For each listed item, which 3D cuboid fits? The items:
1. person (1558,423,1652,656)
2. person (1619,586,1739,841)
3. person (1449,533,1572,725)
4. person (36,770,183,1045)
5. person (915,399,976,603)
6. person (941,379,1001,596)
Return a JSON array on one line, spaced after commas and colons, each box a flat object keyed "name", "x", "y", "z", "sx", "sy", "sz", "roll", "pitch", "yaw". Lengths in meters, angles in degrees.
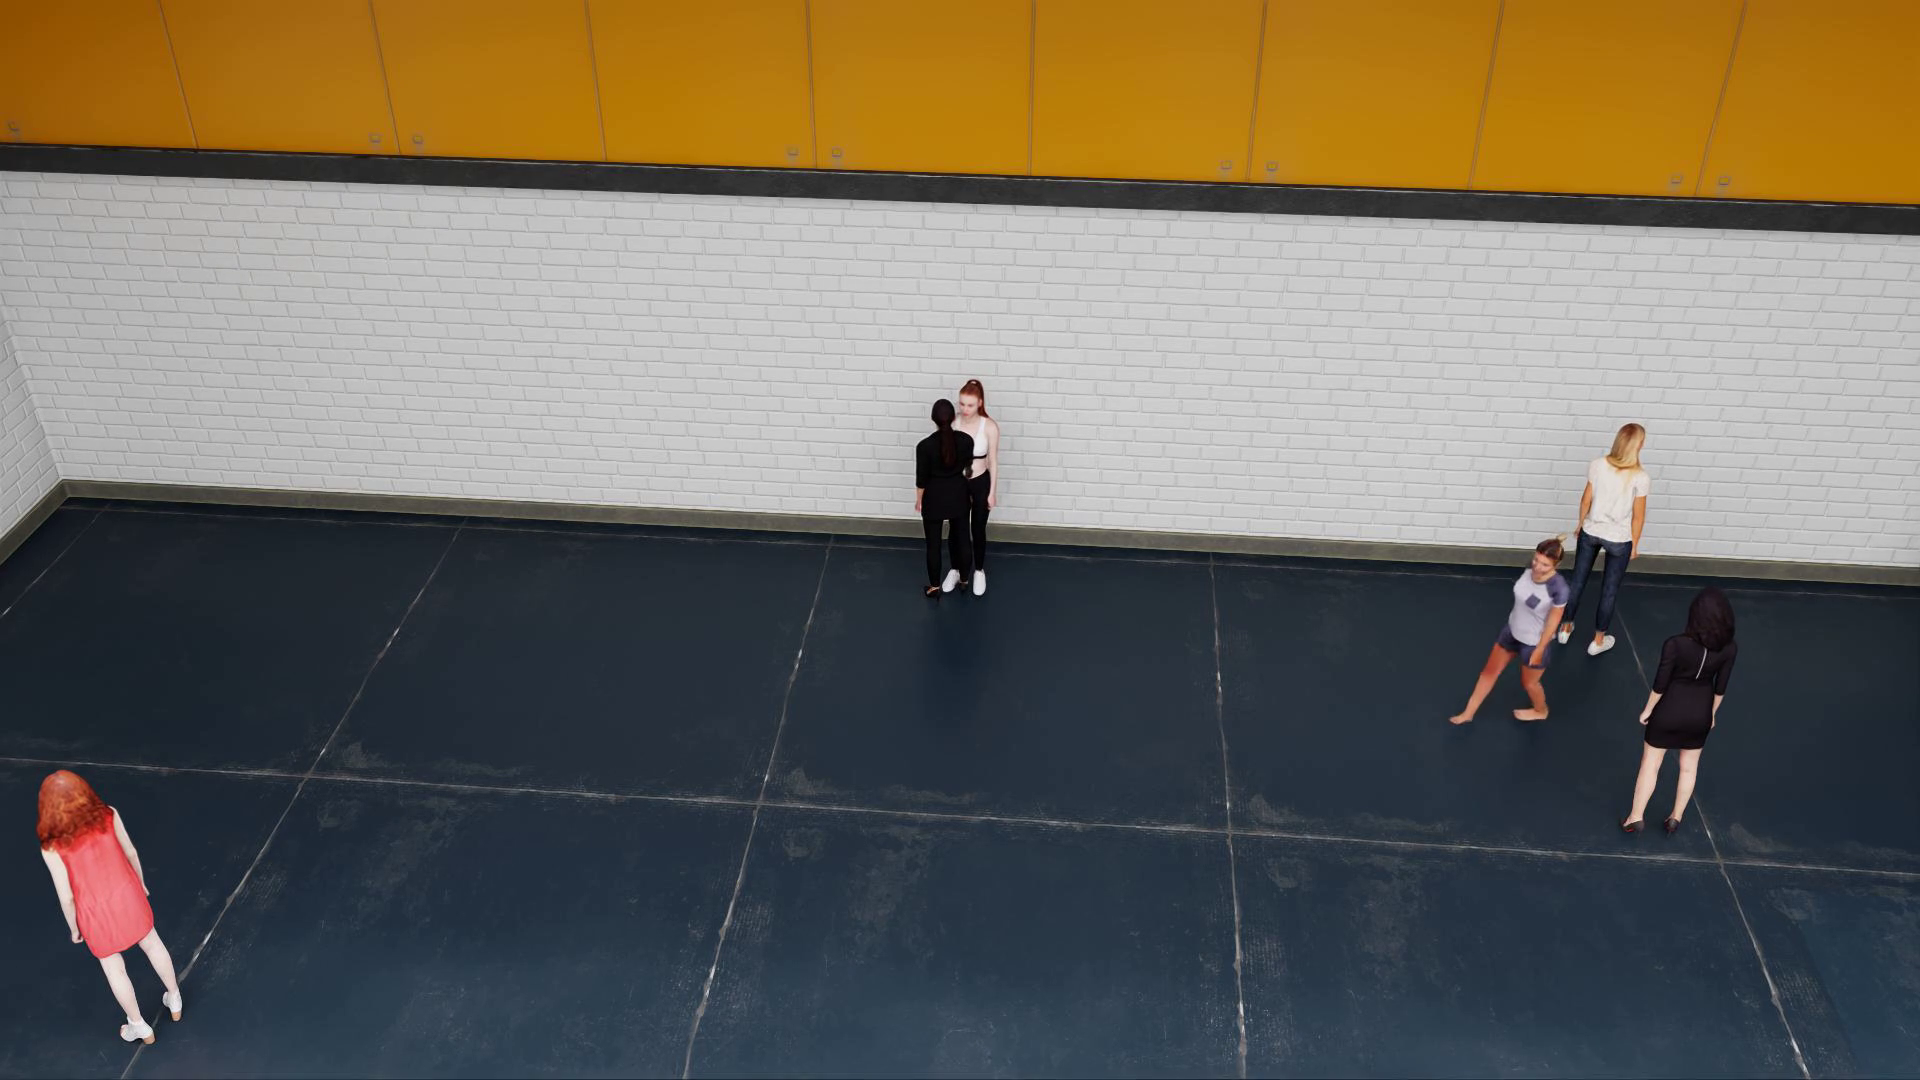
[{"name": "person", "x": 4.506, "y": -0.007, "z": 11.607, "sx": 0.675, "sy": 1.806, "sz": 0.694, "roll": 25, "pitch": 41, "yaw": 33}, {"name": "person", "x": 4.321, "y": 1.074, "z": 9.983, "sx": 0.584, "sy": 1.804, "sz": 0.478, "roll": 3, "pitch": 34, "yaw": 4}, {"name": "person", "x": 3.779, "y": 0.631, "z": 10.856, "sx": 0.922, "sy": 1.575, "sz": 0.980, "roll": -7, "pitch": 34, "yaw": -10}, {"name": "person", "x": -4.440, "y": 1.917, "z": 8.692, "sx": 0.722, "sy": 1.828, "sz": 0.600, "roll": 20, "pitch": 39, "yaw": 27}, {"name": "person", "x": -0.105, "y": -0.279, "z": 12.147, "sx": 0.670, "sy": 1.661, "sz": 0.662, "roll": -8, "pitch": 35, "yaw": -12}, {"name": "person", "x": 0.069, "y": -0.388, "z": 12.241, "sx": 0.611, "sy": 1.740, "sz": 0.560, "roll": 7, "pitch": 34, "yaw": 11}]
